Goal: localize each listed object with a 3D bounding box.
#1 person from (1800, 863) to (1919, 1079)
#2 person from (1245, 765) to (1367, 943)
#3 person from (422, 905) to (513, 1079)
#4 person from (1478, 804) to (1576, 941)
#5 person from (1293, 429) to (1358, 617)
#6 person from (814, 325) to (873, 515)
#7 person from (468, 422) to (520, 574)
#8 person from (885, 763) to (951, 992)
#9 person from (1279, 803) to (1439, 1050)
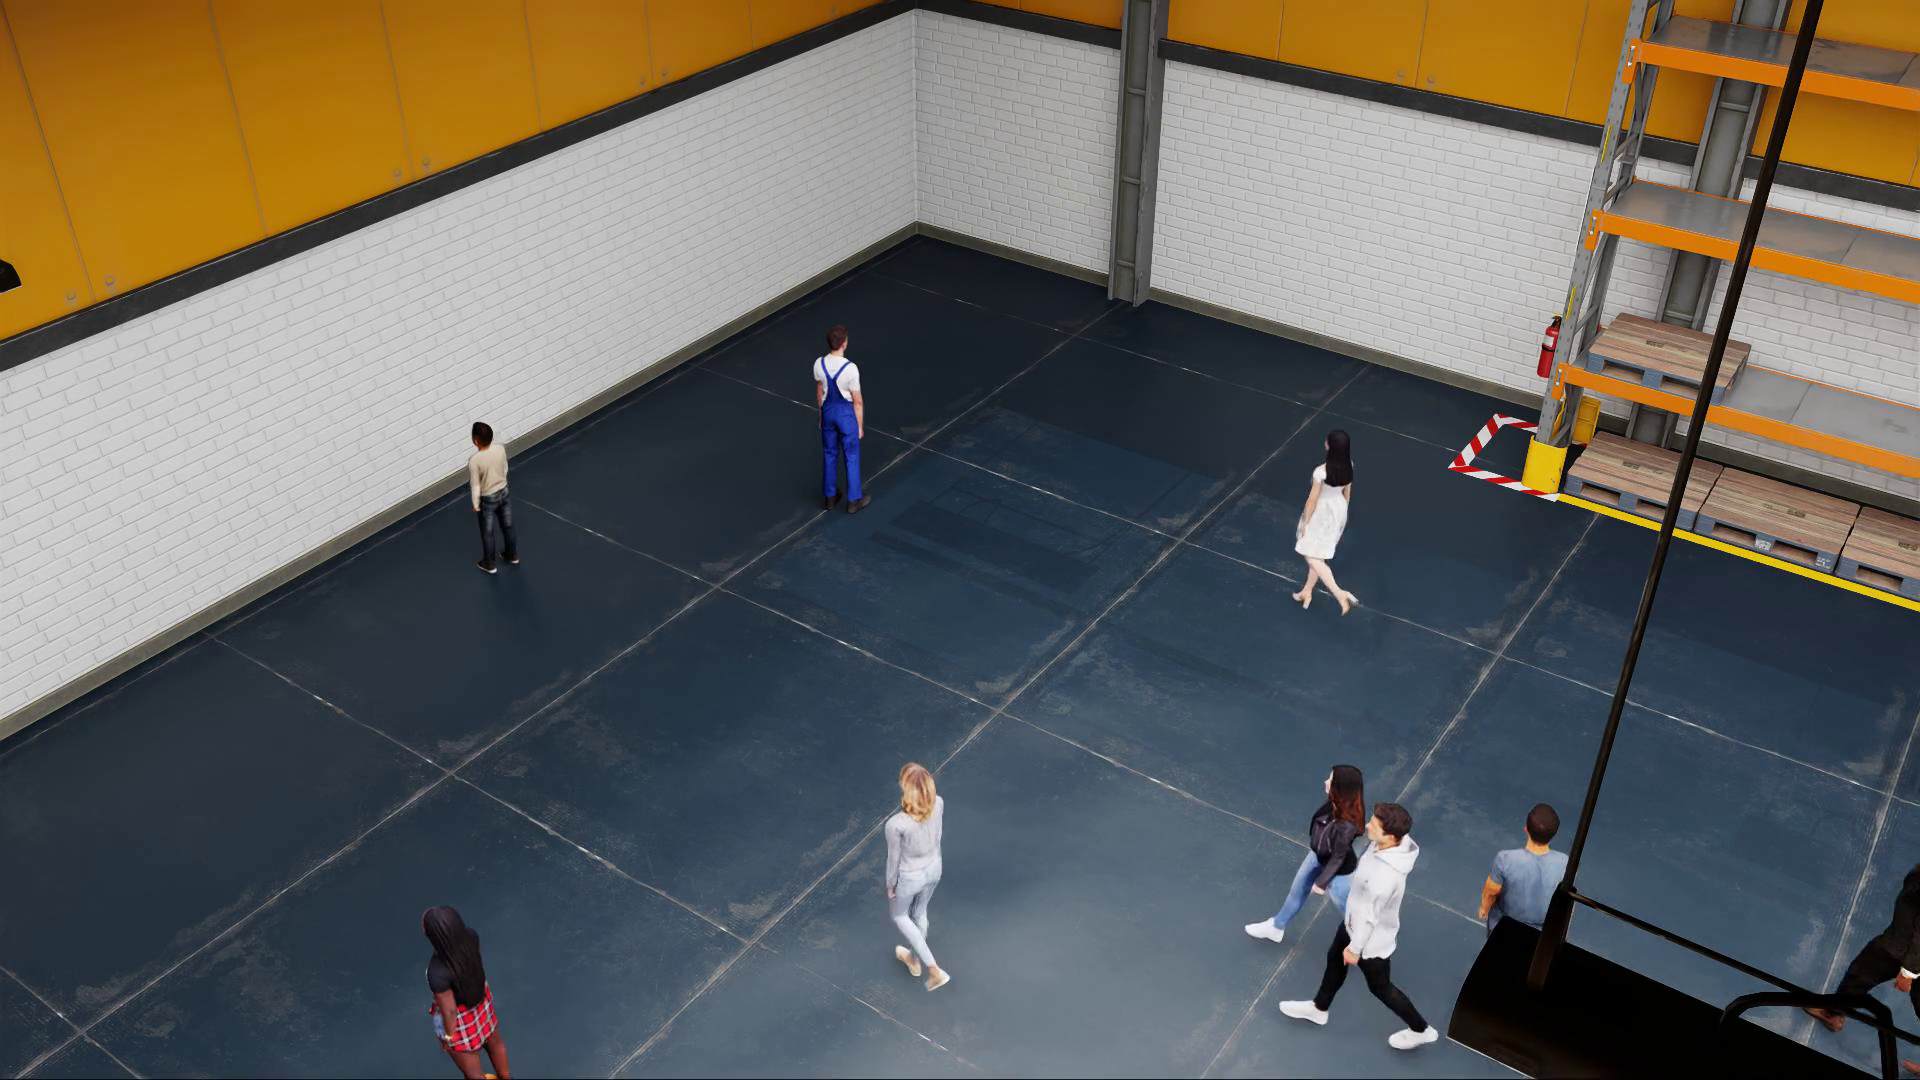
[{"bbox_3d":[5.772,2.474,9.874,1.011,1.862,1.360,-21,39,-29],"label":"person"},{"bbox_3d":[2.476,2.109,10.671,1.197,1.588,0.996,3,34,5],"label":"person"},{"bbox_3d":[-2.840,2.745,9.587,0.714,1.728,0.699,7,34,11],"label":"person"},{"bbox_3d":[3.399,2.398,10.047,0.764,1.797,0.838,0,34,0],"label":"person"},{"bbox_3d":[3.073,-0.089,13.823,0.874,1.760,1.056,-17,37,-23],"label":"person"},{"bbox_3d":[-1.108,-1.109,15.277,0.577,1.849,0.726,14,36,19],"label":"person"},{"bbox_3d":[-4.053,-0.381,14.533,0.570,1.459,0.577,26,41,33],"label":"person"},{"bbox_3d":[-0.228,2.150,10.431,0.758,1.785,0.927,-22,40,-30],"label":"person"},{"bbox_3d":[2.568,2.364,10.010,1.300,1.895,1.015,6,34,9],"label":"person"}]
